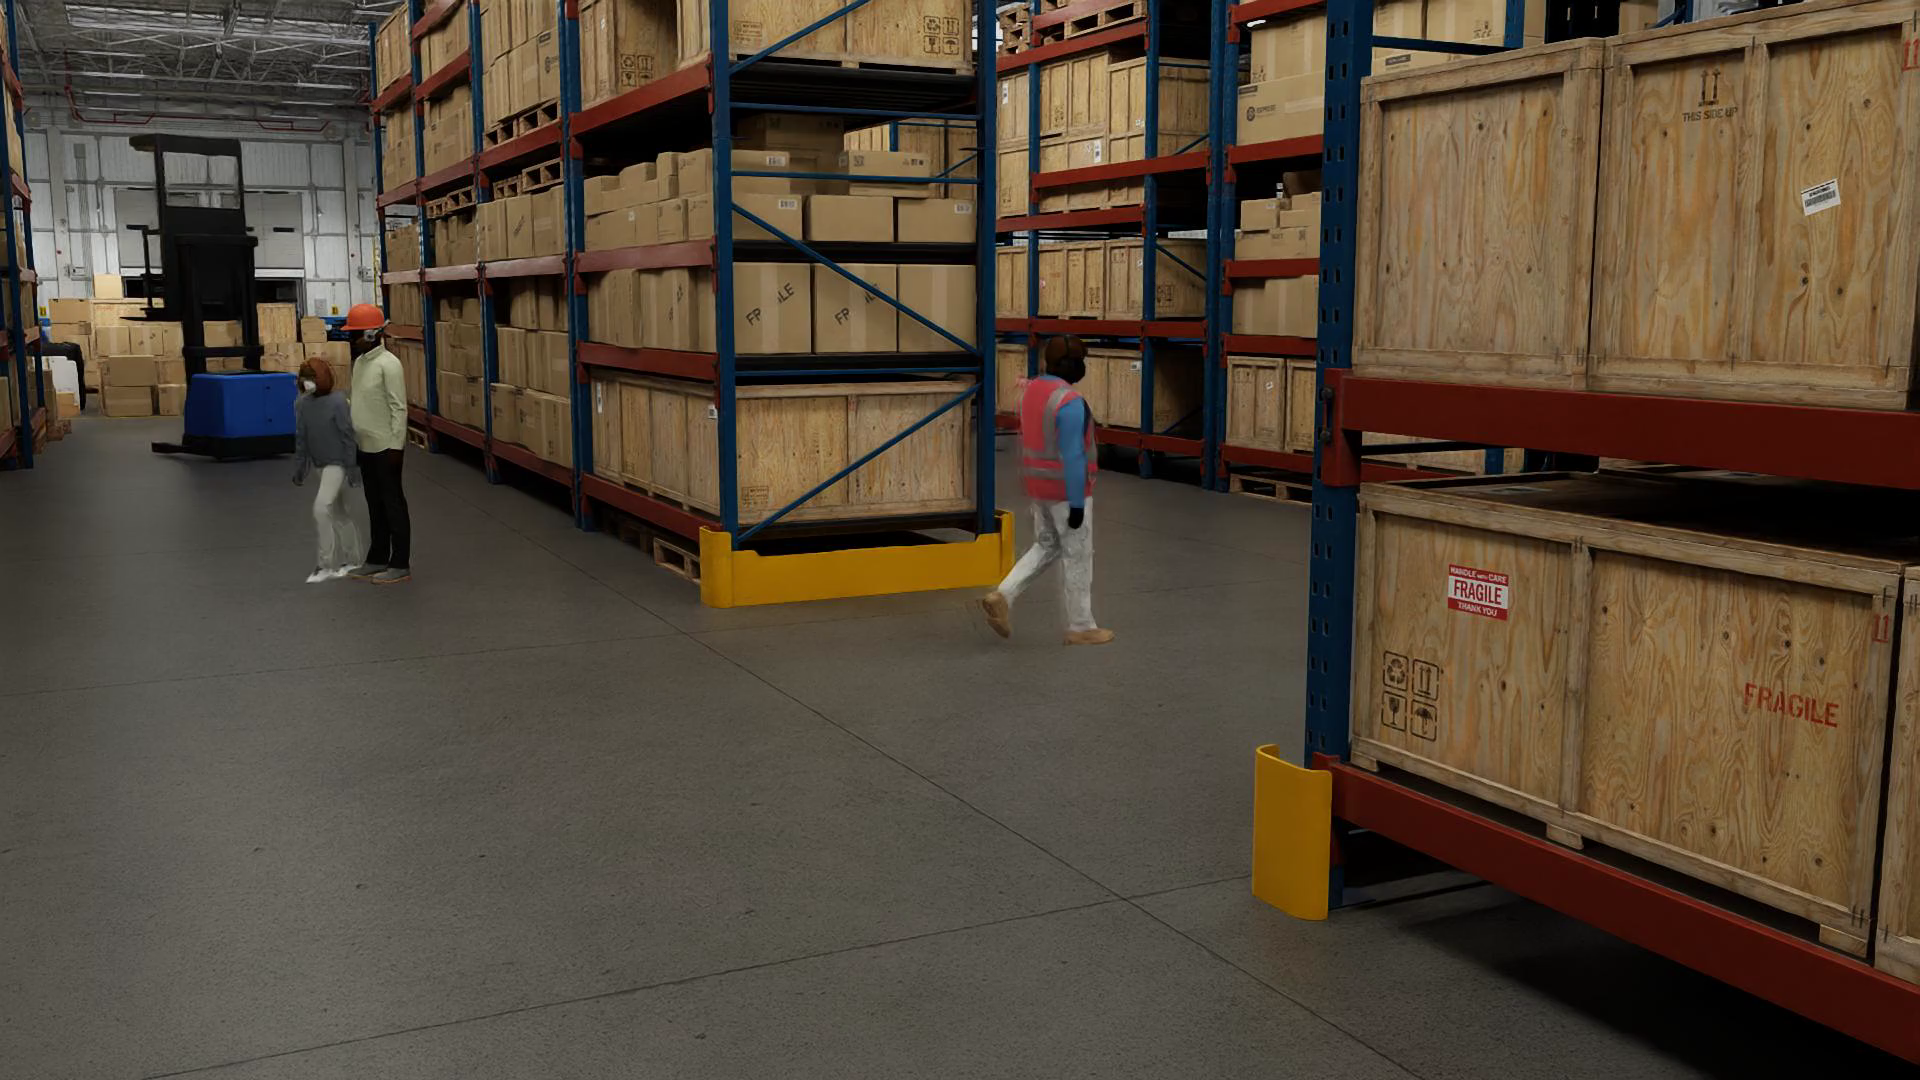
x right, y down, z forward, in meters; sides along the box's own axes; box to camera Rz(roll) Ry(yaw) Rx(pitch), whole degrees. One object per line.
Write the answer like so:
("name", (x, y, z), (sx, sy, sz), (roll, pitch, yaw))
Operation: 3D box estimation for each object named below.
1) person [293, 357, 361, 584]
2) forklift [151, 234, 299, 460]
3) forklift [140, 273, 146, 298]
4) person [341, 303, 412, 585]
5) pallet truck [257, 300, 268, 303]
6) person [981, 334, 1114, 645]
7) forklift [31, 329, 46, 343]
("person", (-4.549, -0.494, 11.850), (0.516, 1.604, 0.629), (6, 10, 36))
("forklift", (-9.370, -2.475, 21.156), (1.873, 2.768, 1.129), (7, 11, 38))
("forklift", (-25.382, -7.057, 52.754), (1.873, 2.768, 1.129), (6, 10, 36))
("person", (-4.148, -0.679, 11.822), (0.392, 1.990, 0.612), (-8, 12, -44))
("pallet truck", (-23.913, -7.404, 58.171), (1.885, 1.965, 0.823), (-1, 8, -9))
("person", (0.534, -0.276, 9.606), (0.712, 1.826, 0.634), (-4, 9, -25))
("forklift", (-28.971, -6.828, 51.173), (1.129, 2.768, 1.873), (-7, 11, -41))
